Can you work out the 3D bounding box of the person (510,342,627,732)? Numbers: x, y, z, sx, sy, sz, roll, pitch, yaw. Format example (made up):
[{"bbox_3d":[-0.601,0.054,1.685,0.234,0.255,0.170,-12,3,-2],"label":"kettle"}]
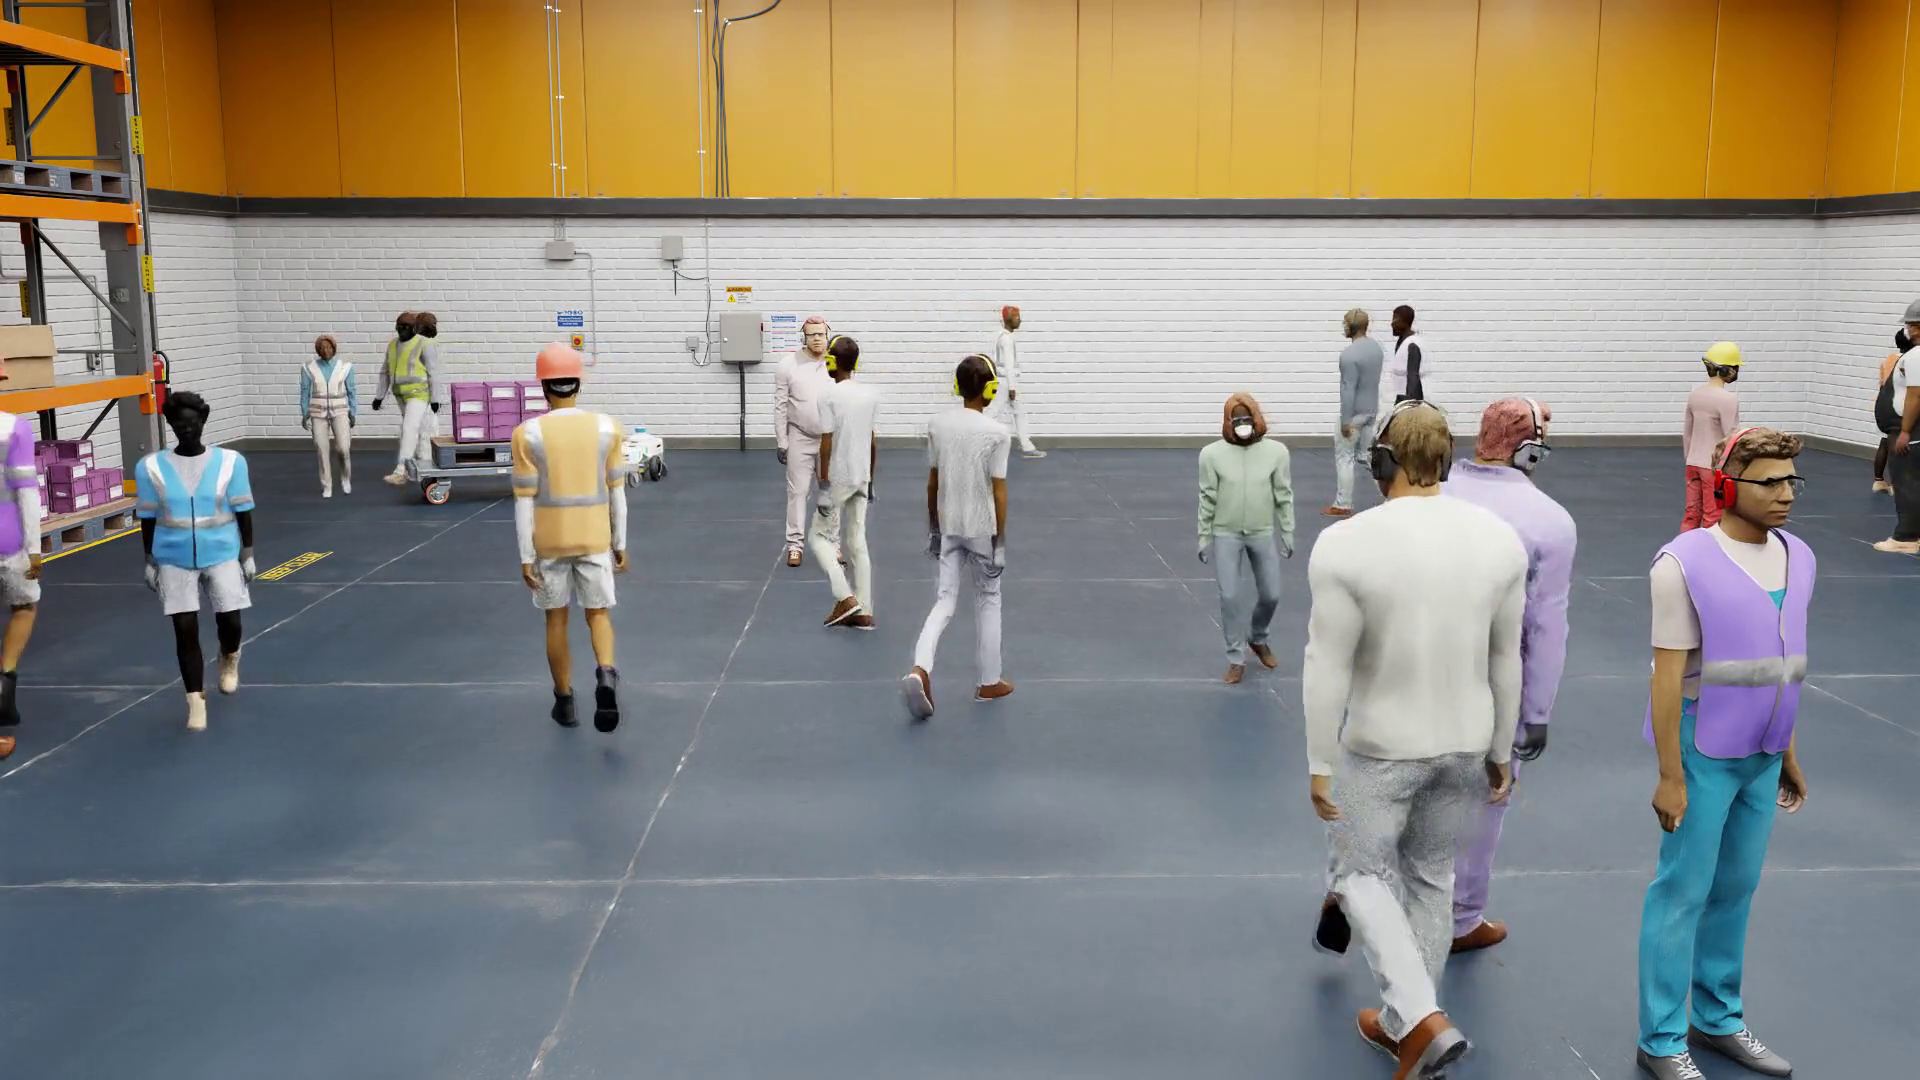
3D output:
[{"bbox_3d":[-1.873,0.007,8.043,0.556,1.922,0.724,-4,10,-22],"label":"person"}]

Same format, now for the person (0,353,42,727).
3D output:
[{"bbox_3d":[-4.743,0.001,8.093,0.554,1.919,0.505,-1,9,-9],"label":"person"}]

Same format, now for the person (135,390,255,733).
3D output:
[{"bbox_3d":[-3.801,0.084,8.311,0.540,1.685,0.565,-4,10,-22],"label":"person"}]

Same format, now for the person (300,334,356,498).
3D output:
[{"bbox_3d":[-6.247,-1.217,16.463,0.522,1.626,0.372,-3,10,-18],"label":"person"}]

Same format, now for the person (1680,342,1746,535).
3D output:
[{"bbox_3d":[5.238,-0.490,11.557,0.322,1.767,0.533,-2,9,-10],"label":"person"}]

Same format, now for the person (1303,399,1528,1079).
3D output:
[{"bbox_3d":[1.259,0.586,4.508,0.647,1.922,0.622,-2,9,-13],"label":"person"}]

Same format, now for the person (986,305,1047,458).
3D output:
[{"bbox_3d":[0.511,-1.870,19.799,0.976,1.846,0.594,0,9,3],"label":"person"}]

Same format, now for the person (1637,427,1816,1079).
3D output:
[{"bbox_3d":[2.112,0.603,4.611,0.564,1.846,0.389,-5,11,-29],"label":"person"}]

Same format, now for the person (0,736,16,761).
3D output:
[{"bbox_3d":[-4.555,0.184,7.152,0.642,1.868,0.982,0,9,0],"label":"person"}]

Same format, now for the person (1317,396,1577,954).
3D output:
[{"bbox_3d":[1.558,0.479,5.307,0.681,1.869,0.720,9,13,44],"label":"person"}]

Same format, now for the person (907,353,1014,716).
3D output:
[{"bbox_3d":[0.006,-0.028,8.505,0.519,1.849,0.822,5,10,27],"label":"person"}]

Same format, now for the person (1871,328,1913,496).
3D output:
[{"bbox_3d":[9.411,-1.289,16.659,0.317,1.697,0.540,-1,9,-7],"label":"person"}]

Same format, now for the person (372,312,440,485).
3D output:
[{"bbox_3d":[-5.865,-1.474,17.465,0.649,1.803,0.832,6,11,34],"label":"person"}]

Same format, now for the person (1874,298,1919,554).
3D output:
[{"bbox_3d":[7.644,-0.922,13.363,0.698,2.000,0.537,-8,12,-41],"label":"person"}]

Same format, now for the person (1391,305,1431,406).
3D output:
[{"bbox_3d":[4.706,-1.481,17.238,0.547,1.905,0.603,0,9,0],"label":"person"}]

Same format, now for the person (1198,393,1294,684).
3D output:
[{"bbox_3d":[1.560,-0.020,9.170,0.528,1.605,0.505,0,9,2],"label":"person"}]

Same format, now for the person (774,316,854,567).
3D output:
[{"bbox_3d":[-1.097,-0.751,12.727,0.640,1.910,0.407,-3,10,-15],"label":"person"}]

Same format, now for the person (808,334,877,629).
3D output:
[{"bbox_3d":[-0.717,-0.351,10.442,0.541,1.858,0.426,-9,13,-44],"label":"person"}]

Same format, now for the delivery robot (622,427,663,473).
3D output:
[{"bbox_3d":[-3.446,-0.976,17.951,0.477,0.478,0.707,0,9,3],"label":"delivery robot"}]

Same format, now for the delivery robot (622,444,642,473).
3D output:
[{"bbox_3d":[-3.653,-0.857,17.224,0.707,0.478,0.477,-2,10,-15],"label":"delivery robot"}]

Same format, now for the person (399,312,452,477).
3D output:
[{"bbox_3d":[-5.847,-1.575,18.148,0.678,1.807,0.657,-2,9,-11],"label":"person"}]

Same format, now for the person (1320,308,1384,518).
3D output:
[{"bbox_3d":[3.653,-1.129,14.993,0.714,1.924,0.633,9,13,43],"label":"person"}]
